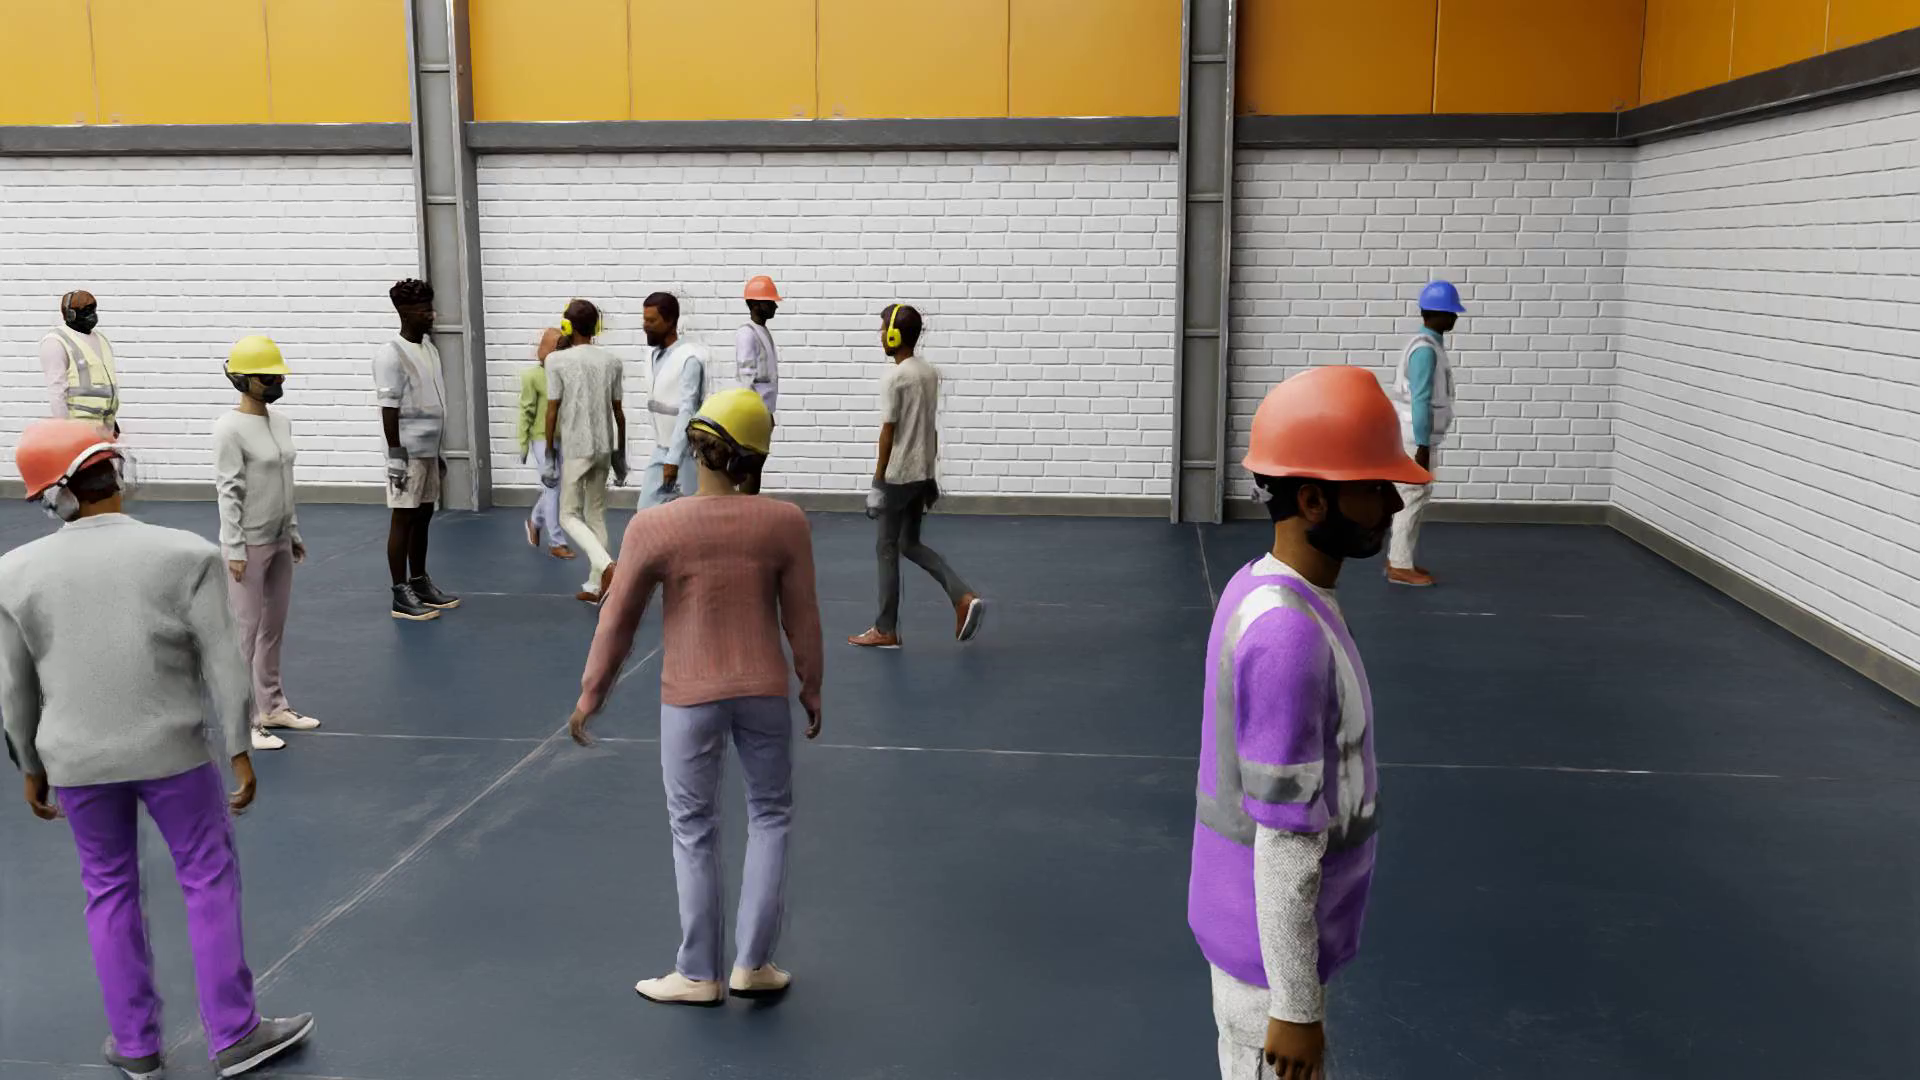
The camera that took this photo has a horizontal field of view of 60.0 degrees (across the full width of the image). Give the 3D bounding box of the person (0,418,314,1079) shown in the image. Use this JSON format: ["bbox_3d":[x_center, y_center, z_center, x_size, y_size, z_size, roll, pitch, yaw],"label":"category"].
[{"bbox_3d":[-2.107,0.539,4.285,0.661,1.705,0.445,-2,10,-13],"label":"person"}]

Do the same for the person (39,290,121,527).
[{"bbox_3d":[-6.224,-0.854,11.874,0.430,1.844,0.624,1,10,8],"label":"person"}]

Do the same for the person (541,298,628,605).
[{"bbox_3d":[-2.173,-0.489,9.777,0.554,1.844,0.570,-9,13,-41],"label":"person"}]

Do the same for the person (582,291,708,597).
[{"bbox_3d":[-1.792,-0.520,9.863,0.987,1.866,0.607,-8,13,-37],"label":"person"}]

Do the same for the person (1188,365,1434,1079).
[{"bbox_3d":[0.585,0.668,2.882,0.379,1.937,0.547,1,10,8],"label":"person"}]

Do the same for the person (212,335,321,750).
[{"bbox_3d":[-2.993,0.004,7.174,0.331,1.768,0.526,1,10,8],"label":"person"}]

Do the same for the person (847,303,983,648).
[{"bbox_3d":[-0.263,-0.312,8.770,0.695,1.845,0.547,5,11,27],"label":"person"}]

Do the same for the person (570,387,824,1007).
[{"bbox_3d":[-0.723,0.457,4.655,0.697,1.746,0.396,-4,11,-21],"label":"person"}]

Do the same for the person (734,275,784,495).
[{"bbox_3d":[-1.475,-0.983,12.332,0.379,1.937,0.547,1,10,8],"label":"person"}]

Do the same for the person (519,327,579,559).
[{"bbox_3d":[-2.884,-0.690,11.611,0.639,1.603,0.509,8,13,38],"label":"person"}]

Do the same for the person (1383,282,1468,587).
[{"bbox_3d":[2.933,-0.657,10.583,0.490,1.937,0.668,3,10,18],"label":"person"}]

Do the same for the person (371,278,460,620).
[{"bbox_3d":[-3.167,-0.533,9.676,0.369,1.965,0.609,1,10,8],"label":"person"}]
